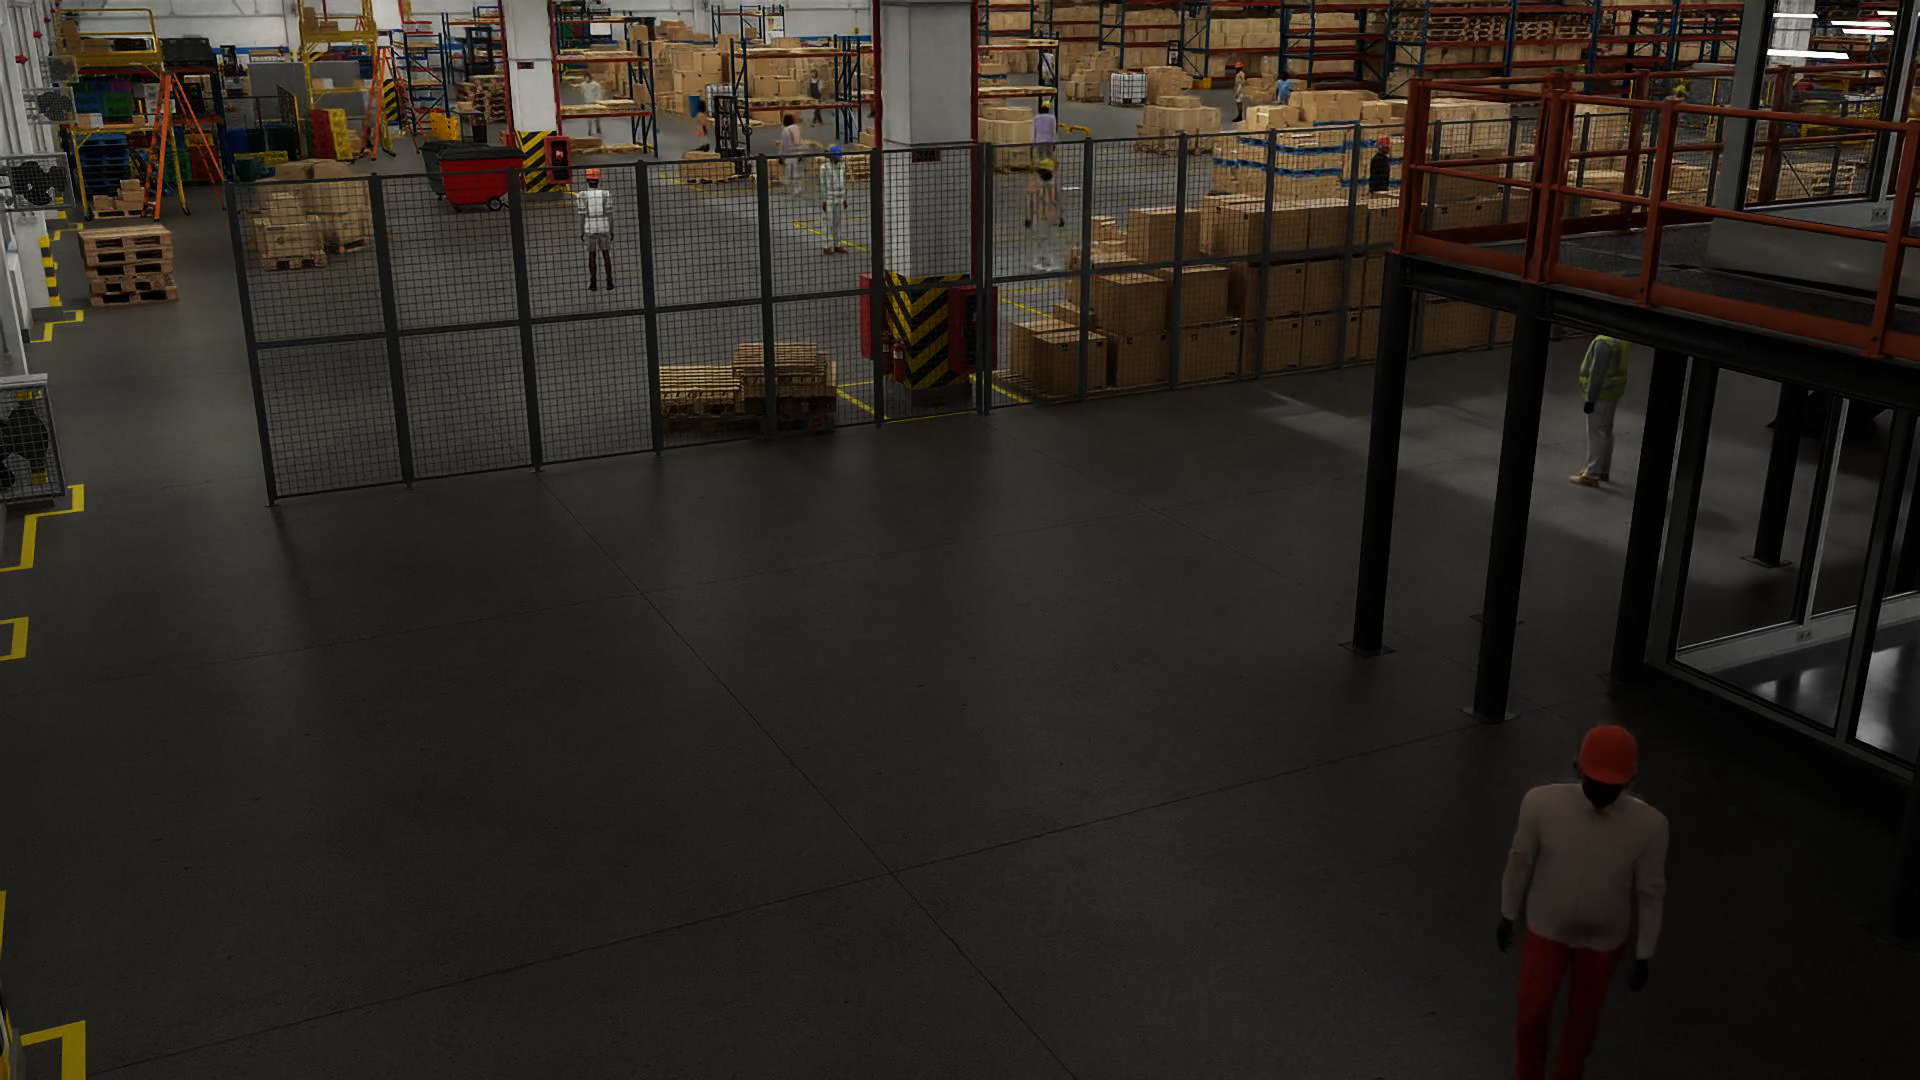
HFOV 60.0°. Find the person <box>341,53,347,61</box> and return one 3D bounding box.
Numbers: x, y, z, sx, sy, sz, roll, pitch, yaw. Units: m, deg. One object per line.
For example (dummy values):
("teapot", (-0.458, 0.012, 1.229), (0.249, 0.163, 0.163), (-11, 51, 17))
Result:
("person", (-23.155, -17.373, 62.590), (0.585, 1.854, 0.906), (12, 22, 32))

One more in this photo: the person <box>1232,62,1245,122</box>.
("person", (9.238, -14.871, 55.203), (0.375, 1.935, 0.551), (7, 20, 19))

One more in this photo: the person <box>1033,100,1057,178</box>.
("person", (2.039, -9.594, 39.951), (0.598, 1.903, 0.583), (5, 20, 14))

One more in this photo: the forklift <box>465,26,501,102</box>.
("forklift", (-17.688, -17.560, 61.573), (1.129, 2.768, 1.873), (-14, 24, -36))

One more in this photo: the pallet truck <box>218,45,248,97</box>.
("pallet truck", (-28.879, -18.665, 66.111), (0.823, 1.965, 1.885), (-3, 19, -9))

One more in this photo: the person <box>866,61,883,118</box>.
("person", (-2.914, -15.297, 56.475), (0.737, 1.911, 0.554), (5, 20, 15))

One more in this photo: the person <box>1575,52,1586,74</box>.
("person", (24.706, -18.515, 66.128), (0.533, 1.697, 0.322), (14, 23, 35))

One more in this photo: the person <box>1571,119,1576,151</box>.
("person", (13.907, -9.105, 38.352), (0.403, 2.035, 0.600), (-3, 19, -9))

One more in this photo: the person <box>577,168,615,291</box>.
("person", (-5.760, -4.920, 26.379), (0.565, 1.932, 0.465), (-6, 20, -18))

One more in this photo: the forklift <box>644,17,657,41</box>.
("forklift", (-13.579, -21.590, 73.255), (1.873, 2.768, 1.129), (0, 19, 0))

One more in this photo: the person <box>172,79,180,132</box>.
("person", (-24.374, -13.455, 51.564), (0.515, 1.632, 0.313), (11, 22, 28))

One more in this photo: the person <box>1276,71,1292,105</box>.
("person", (10.707, -14.657, 55.015), (0.545, 1.651, 0.865), (9, 21, 25))

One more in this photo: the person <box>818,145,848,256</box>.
("person", (-2.244, -6.059, 29.660), (0.411, 1.937, 0.604), (17, 25, 40))

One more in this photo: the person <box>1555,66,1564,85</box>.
("person", (18.570, -13.723, 51.718), (0.688, 2.000, 0.973), (-2, 19, -5))

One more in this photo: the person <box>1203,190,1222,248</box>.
("person", (3.630, -4.014, 23.732), (0.349, 1.935, 0.635), (-7, 20, -19))

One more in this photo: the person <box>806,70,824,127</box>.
("person", (-4.647, -14.236, 53.593), (0.512, 1.800, 0.984), (10, 21, 26))

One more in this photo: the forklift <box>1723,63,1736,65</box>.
("forklift", (32.437, -19.937, 68.463), (1.129, 2.768, 1.873), (-16, 25, -38))

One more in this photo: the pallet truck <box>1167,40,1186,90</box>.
("pallet truck", (9.045, -19.971, 69.895), (0.823, 1.965, 1.885), (-3, 19, -8))

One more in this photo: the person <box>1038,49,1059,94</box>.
("person", (3.542, -18.842, 66.720), (0.815, 1.942, 0.530), (0, 19, -1))

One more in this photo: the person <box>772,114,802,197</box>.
("person", (-3.905, -8.597, 37.211), (0.901, 1.802, 0.654), (8, 21, 23))

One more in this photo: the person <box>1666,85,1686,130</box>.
("person", (19.914, -11.768, 46.399), (0.619, 1.809, 0.412), (-3, 19, -9))

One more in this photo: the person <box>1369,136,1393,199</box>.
("person", (7.725, -6.428, 30.640), (0.383, 1.993, 0.622), (14, 23, 34))

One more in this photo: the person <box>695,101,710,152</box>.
("person", (-6.664, -10.429, 42.715), (0.707, 1.679, 0.539), (-3, 19, -9))

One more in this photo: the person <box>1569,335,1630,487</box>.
("person", (6.336, -1.443, 16.446), (0.431, 1.836, 0.619), (14, 23, 34))

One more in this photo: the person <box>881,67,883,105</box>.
("person", (-2.773, -15.665, 57.544), (0.399, 1.913, 0.590), (-11, 22, -30))

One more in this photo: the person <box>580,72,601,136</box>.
("person", (-11.272, -13.372, 50.923), (0.642, 1.900, 0.980), (0, 19, 1))

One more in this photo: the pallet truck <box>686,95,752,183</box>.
("pallet truck", (-5.836, -9.608, 39.856), (0.823, 1.965, 1.885), (10, 22, 27))

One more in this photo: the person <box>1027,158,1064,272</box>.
("person", (1.499, -5.415, 27.851), (0.617, 1.888, 0.898), (-13, 23, -34))

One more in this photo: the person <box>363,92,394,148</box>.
("person", (-16.565, -12.049, 47.093), (1.013, 1.881, 0.567), (11, 22, 28))

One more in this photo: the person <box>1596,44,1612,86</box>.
("person", (26.685, -19.562, 68.890), (0.833, 1.877, 0.650), (-13, 23, -33))

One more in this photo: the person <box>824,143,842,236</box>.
("person", (-2.436, -6.711, 31.847), (0.303, 1.740, 0.485), (-4, 19, -12))

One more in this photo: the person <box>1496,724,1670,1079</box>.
("person", (2.634, 1.703, 7.097), (0.654, 1.970, 0.675), (6, 20, 18))
